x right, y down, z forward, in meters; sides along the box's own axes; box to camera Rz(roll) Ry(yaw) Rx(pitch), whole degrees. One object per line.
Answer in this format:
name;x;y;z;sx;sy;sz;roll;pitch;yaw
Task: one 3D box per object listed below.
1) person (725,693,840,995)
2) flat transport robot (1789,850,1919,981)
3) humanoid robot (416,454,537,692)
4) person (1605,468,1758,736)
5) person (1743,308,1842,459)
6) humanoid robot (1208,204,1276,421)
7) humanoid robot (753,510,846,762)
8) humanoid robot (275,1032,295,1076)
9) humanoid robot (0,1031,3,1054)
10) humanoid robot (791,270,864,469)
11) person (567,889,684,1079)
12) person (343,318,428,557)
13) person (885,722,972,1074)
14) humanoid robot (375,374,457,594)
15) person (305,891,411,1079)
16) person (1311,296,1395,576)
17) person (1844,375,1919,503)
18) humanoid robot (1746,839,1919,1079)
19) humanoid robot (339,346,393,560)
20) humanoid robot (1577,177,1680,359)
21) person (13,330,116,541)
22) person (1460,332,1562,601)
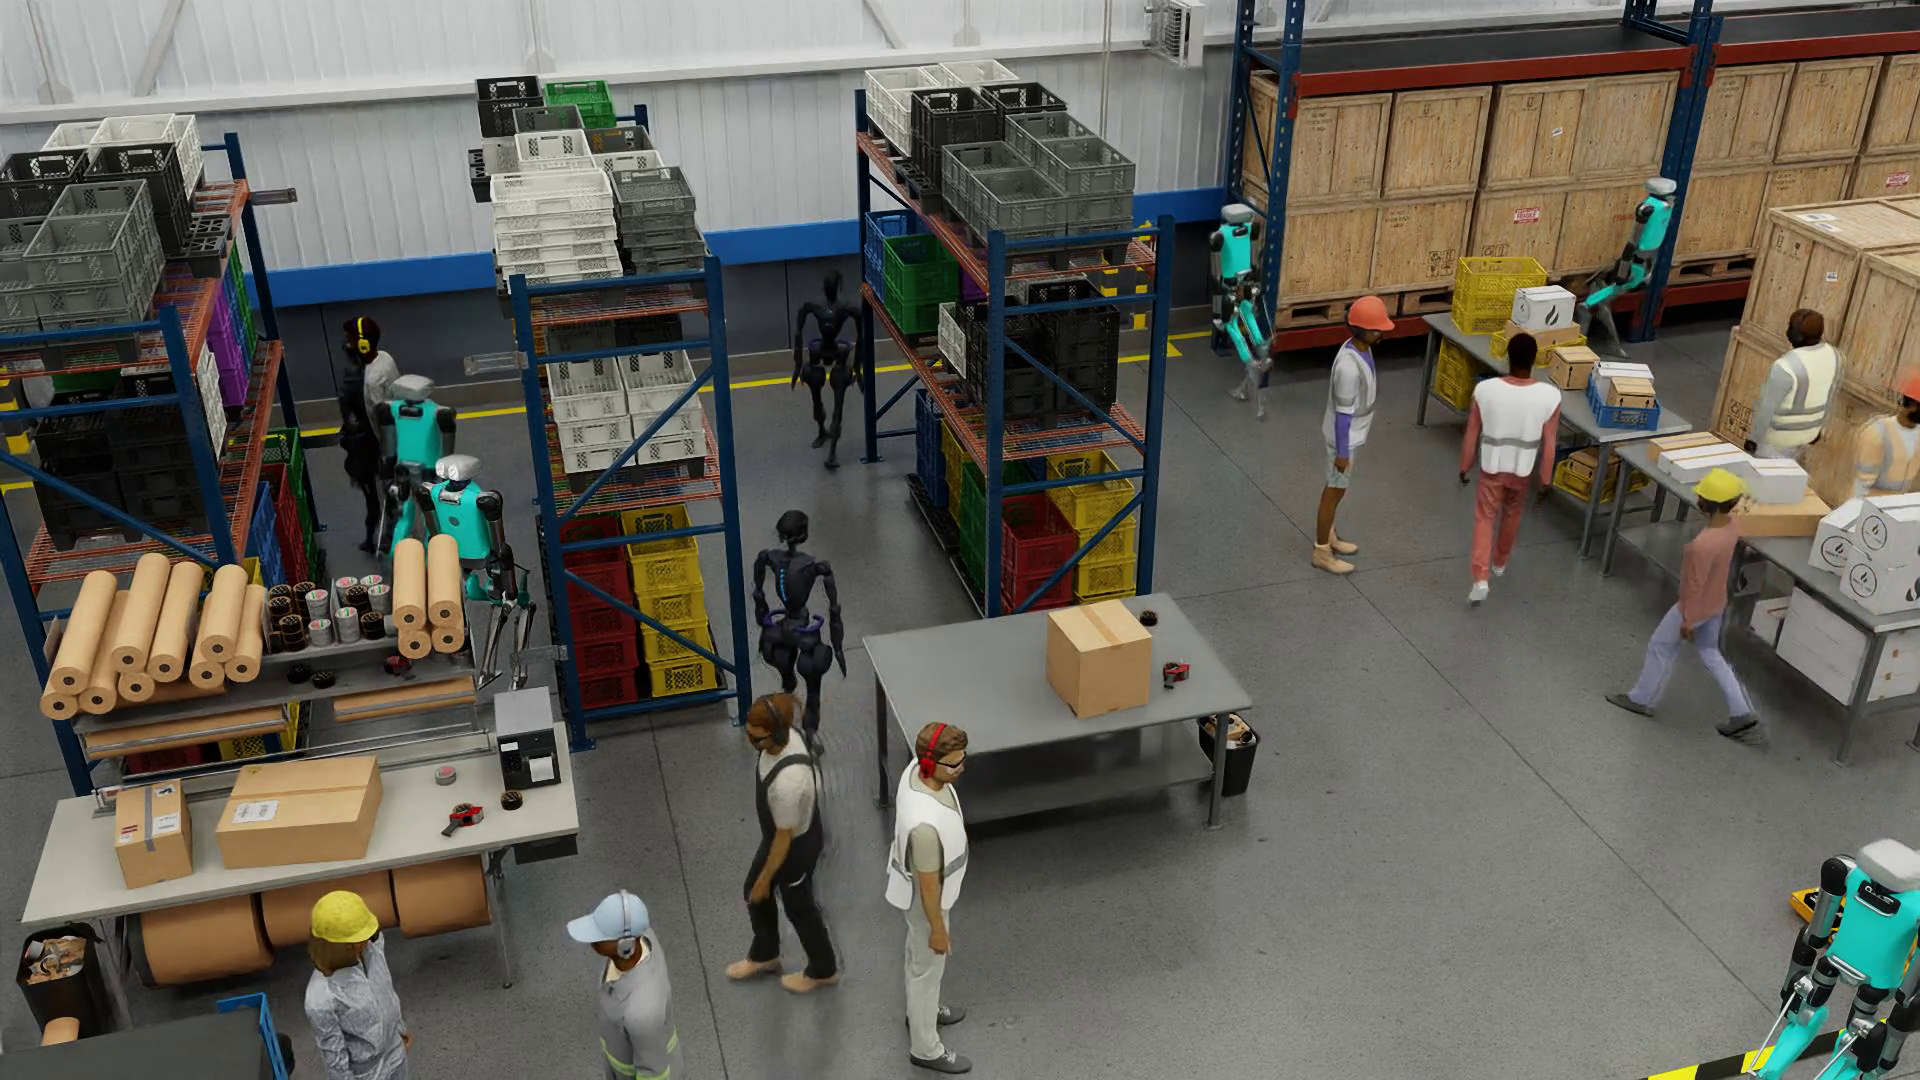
person;-0.873;1.471;7.866;0.614;1.818;0.532;-6;29;-10
flat transport robot;5.163;1.916;8.676;1.431;0.231;0.659;-8;30;-14
humanoid robot;-2.867;0.152;10.221;0.533;1.677;0.735;8;30;14
person;4.472;0.387;9.935;0.533;1.737;0.832;-25;37;-38
person;5.930;-0.785;11.965;0.631;1.830;0.440;-17;33;-28
humanoid robot;2.509;-1.867;14.129;0.541;1.841;0.855;-18;34;-30
humanoid robot;-0.945;0.587;9.628;0.589;1.642;0.371;10;30;18
humanoid robot;-2.480;2.492;6.162;0.612;1.650;0.366;-4;29;-7
humanoid robot;-4.549;1.823;7.357;0.538;1.762;1.006;-14;32;-24
humanoid robot;-1.054;-1.386;13.261;0.600;1.617;0.797;-1;29;-1
person;-1.289;2.132;6.639;0.365;1.852;0.589;-9;30;-16
person;-4.043;-0.702;11.800;0.360;1.856;0.528;-6;29;-10
person;-0.145;1.614;7.594;0.390;1.838;0.563;-1;29;-2
humanoid robot;-3.601;-0.082;10.889;0.552;1.882;0.831;6;29;11
person;-2.385;2.120;6.770;0.295;1.743;0.492;5;29;8
person;2.746;-0.744;11.676;0.395;2.043;0.607;10;30;17
person;5.970;-0.199;10.818;0.578;1.909;0.468;-7;30;-13
humanoid robot;3.504;2.018;6.828;0.735;1.675;0.533;-16;33;-27
humanoid robot;-4.220;-0.651;11.889;0.341;1.649;0.587;7;30;13
humanoid robot;5.982;-2.469;15.169;0.531;1.812;0.797;-20;34;-32
person;-6.572;-0.865;12.091;0.492;1.860;0.321;7;29;12
person;3.747;-0.498;11.400;0.600;1.874;0.878;7;30;13
